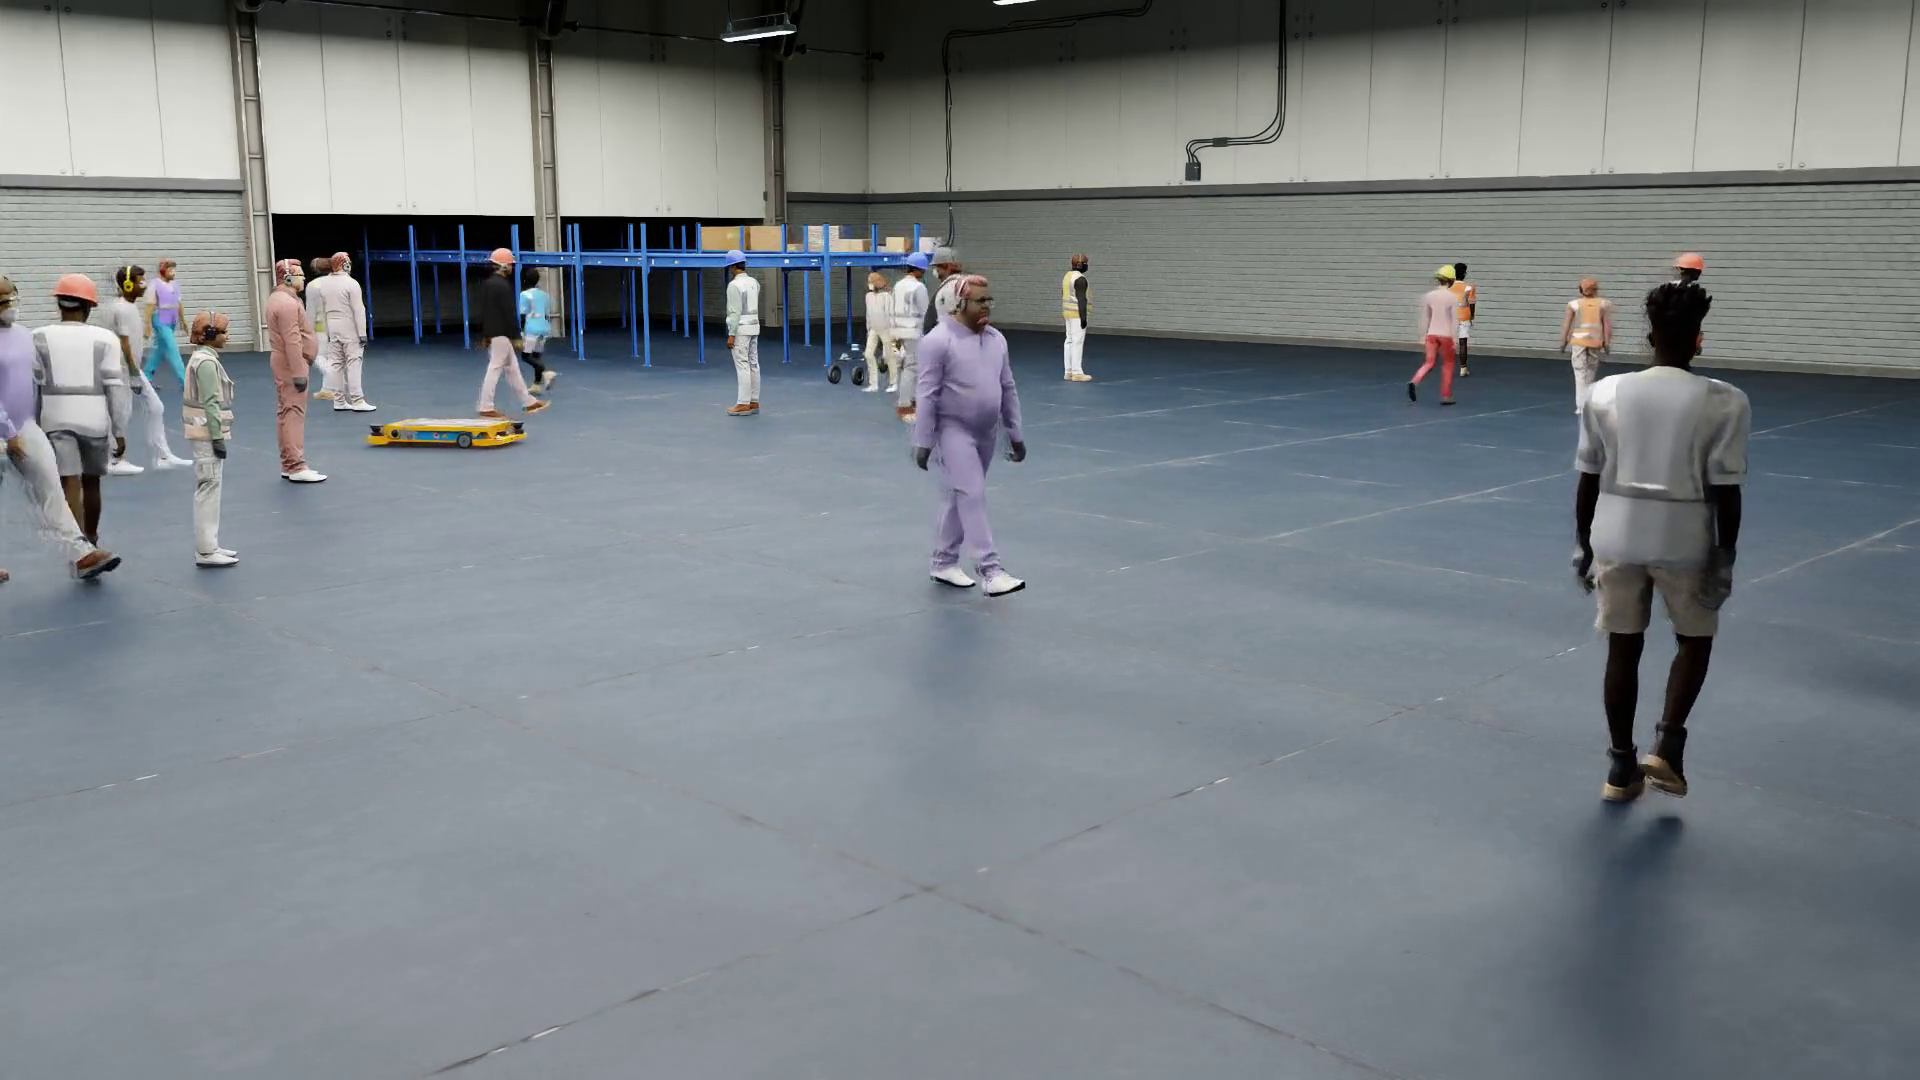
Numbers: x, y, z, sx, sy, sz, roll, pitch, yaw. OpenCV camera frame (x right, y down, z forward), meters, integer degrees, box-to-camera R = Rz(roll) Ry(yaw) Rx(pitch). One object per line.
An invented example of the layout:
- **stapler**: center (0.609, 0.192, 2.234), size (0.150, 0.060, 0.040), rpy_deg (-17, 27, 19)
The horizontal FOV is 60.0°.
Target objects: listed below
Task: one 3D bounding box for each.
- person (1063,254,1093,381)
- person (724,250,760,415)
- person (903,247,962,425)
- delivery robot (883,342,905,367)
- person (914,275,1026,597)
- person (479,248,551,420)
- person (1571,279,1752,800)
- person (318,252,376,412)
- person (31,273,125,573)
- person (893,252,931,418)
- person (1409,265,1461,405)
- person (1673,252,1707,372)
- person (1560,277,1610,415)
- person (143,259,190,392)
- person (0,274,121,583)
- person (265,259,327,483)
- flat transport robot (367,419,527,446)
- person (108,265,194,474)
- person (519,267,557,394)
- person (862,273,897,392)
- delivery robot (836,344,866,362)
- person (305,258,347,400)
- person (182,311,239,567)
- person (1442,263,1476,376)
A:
- **person**: center (1.726, -3.261, 24.355), size (0.429, 1.842, 0.629), rpy_deg (-3, 11, -16)
- **person**: center (-2.589, -2.461, 19.732), size (0.406, 1.937, 0.602), rpy_deg (4, 11, 20)
- **person**: center (-0.090, -2.302, 18.695), size (0.996, 2.000, 0.677), rpy_deg (2, 11, 9)
- **delivery robot**: center (-0.912, -2.934, 25.941), size (0.477, 0.478, 0.707), rpy_deg (5, 12, 25)
- **person**: center (0.144, -0.599, 9.752), size (0.933, 1.864, 0.679), rpy_deg (10, 14, 43)
- **person**: center (-5.148, -2.367, 19.152), size (0.978, 1.952, 0.657), rpy_deg (-7, 12, -33)
- **person**: center (2.585, 0.016, 6.188), size (0.613, 1.954, 0.417), rpy_deg (7, 12, 33)
- **person**: center (-7.385, -2.505, 20.043), size (0.642, 1.913, 0.409), rpy_deg (5, 12, 25)
- **person**: center (-5.539, -0.721, 10.422), size (0.569, 1.883, 0.945), rpy_deg (-5, 11, -23)
- **person**: center (-0.490, -2.403, 19.496), size (0.640, 1.912, 0.599), rpy_deg (-5, 12, -26)
- **person**: center (5.971, -2.555, 20.780), size (0.685, 1.745, 0.529), rpy_deg (-8, 13, -38)
- **person**: center (8.199, -2.306, 18.937), size (0.454, 1.922, 0.555), rpy_deg (1, 10, 5)
- **person**: center (7.420, -2.309, 19.799), size (0.538, 1.601, 0.781), rpy_deg (1, 10, 6)
- **person**: center (-10.859, -2.927, 22.686), size (0.987, 1.793, 0.613), rpy_deg (1, 10, 8)
- **person**: center (-5.656, -0.646, 9.993), size (1.066, 1.870, 0.637), rpy_deg (2, 11, 8)
- **person**: center (-5.742, -1.463, 14.368), size (0.402, 1.911, 0.639), rpy_deg (-6, 12, -29)
- **flat transport robot**: center (-5.239, -1.107, 17.009), size (1.431, 0.197, 0.652), rpy_deg (2, 10, 8)
- **person**: center (-7.252, -1.509, 14.785), size (0.818, 1.837, 0.561), rpy_deg (-3, 11, -14)
- **person**: center (-5.596, -2.763, 22.054), size (0.503, 1.683, 0.541), rpy_deg (4, 11, 21)
- **person**: center (-1.095, -2.775, 22.326), size (0.626, 1.594, 0.682), rpy_deg (9, 14, 40)
- **delivery robot**: center (-1.514, -2.707, 23.996), size (0.335, 0.223, 0.698), rpy_deg (6, 12, 31)
- **person**: center (-8.147, -2.706, 21.369), size (0.608, 1.835, 0.633), rpy_deg (5, 11, 24)
- **person**: center (-4.833, -0.654, 10.733), size (0.323, 1.630, 0.507), rpy_deg (-5, 12, -25)
- **person**: center (7.499, -3.326, 25.094), size (0.540, 1.698, 0.317), rpy_deg (5, 11, 25)
